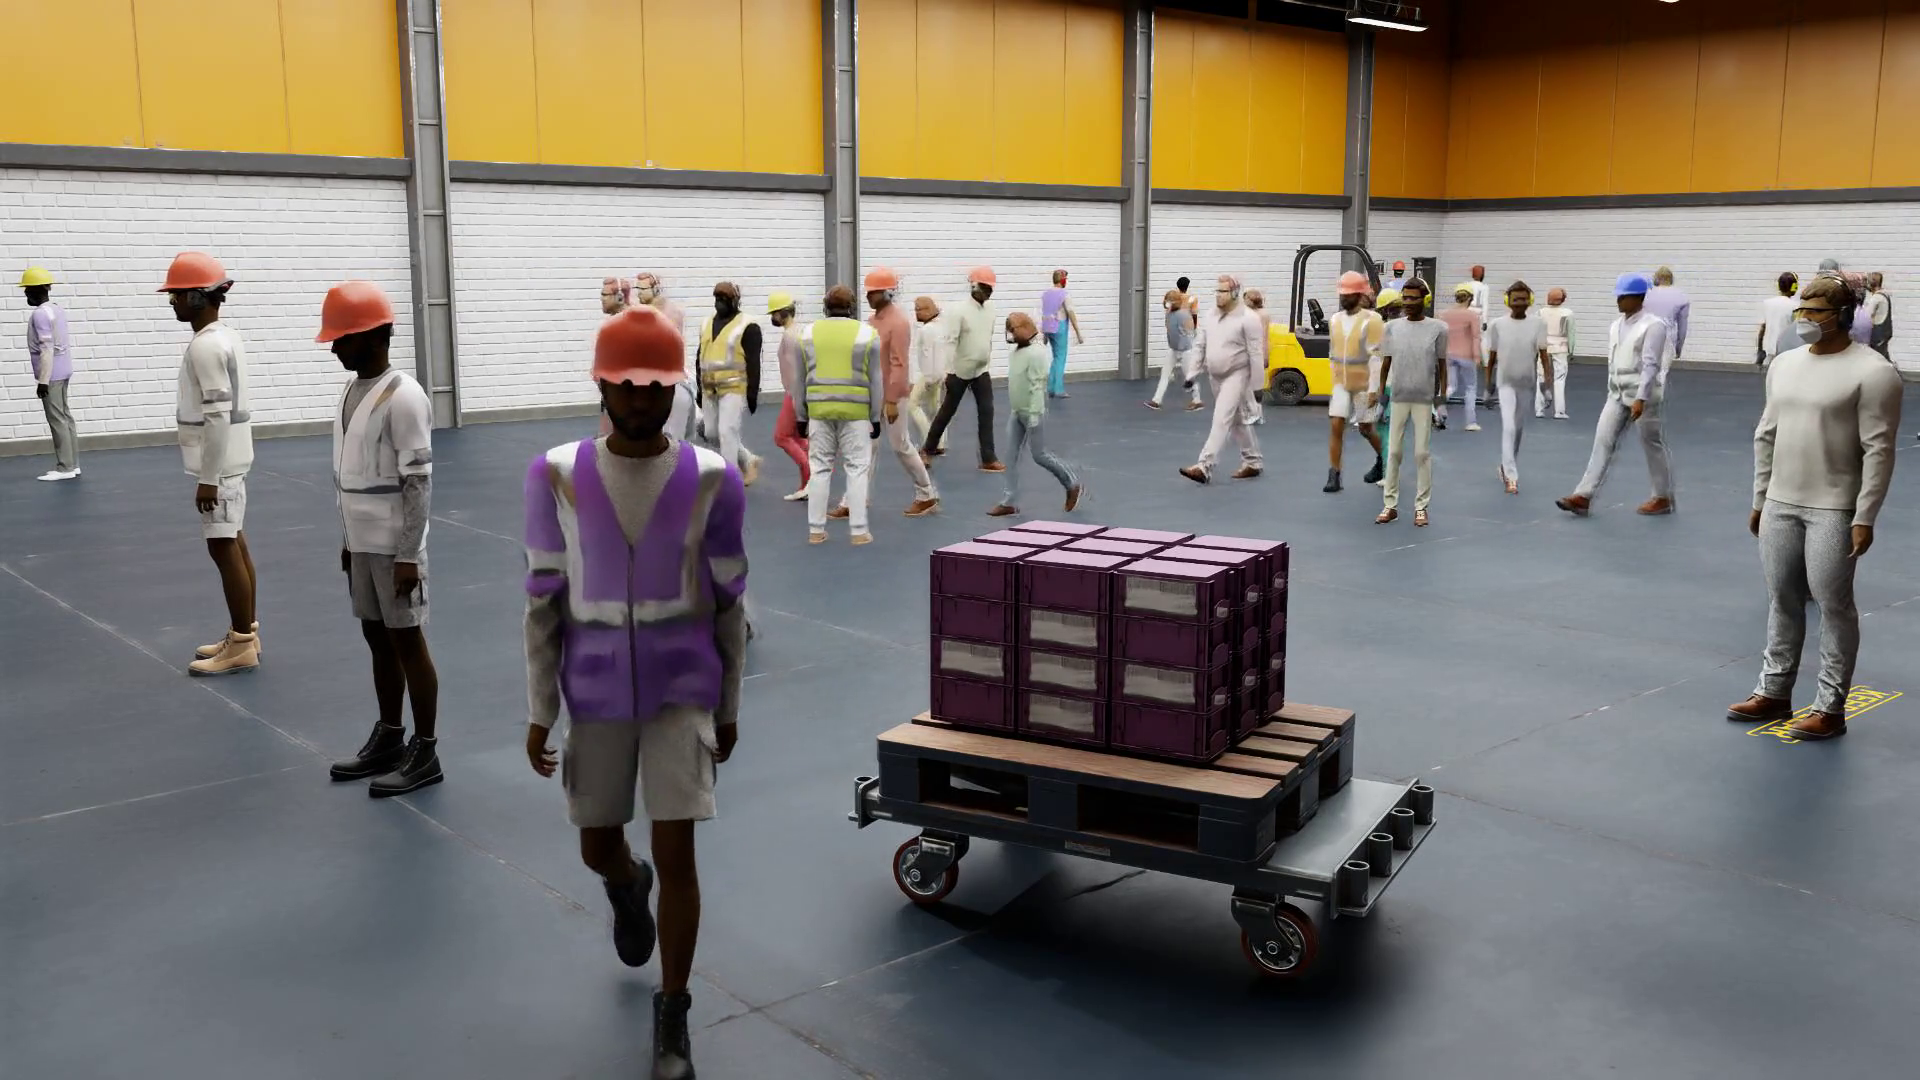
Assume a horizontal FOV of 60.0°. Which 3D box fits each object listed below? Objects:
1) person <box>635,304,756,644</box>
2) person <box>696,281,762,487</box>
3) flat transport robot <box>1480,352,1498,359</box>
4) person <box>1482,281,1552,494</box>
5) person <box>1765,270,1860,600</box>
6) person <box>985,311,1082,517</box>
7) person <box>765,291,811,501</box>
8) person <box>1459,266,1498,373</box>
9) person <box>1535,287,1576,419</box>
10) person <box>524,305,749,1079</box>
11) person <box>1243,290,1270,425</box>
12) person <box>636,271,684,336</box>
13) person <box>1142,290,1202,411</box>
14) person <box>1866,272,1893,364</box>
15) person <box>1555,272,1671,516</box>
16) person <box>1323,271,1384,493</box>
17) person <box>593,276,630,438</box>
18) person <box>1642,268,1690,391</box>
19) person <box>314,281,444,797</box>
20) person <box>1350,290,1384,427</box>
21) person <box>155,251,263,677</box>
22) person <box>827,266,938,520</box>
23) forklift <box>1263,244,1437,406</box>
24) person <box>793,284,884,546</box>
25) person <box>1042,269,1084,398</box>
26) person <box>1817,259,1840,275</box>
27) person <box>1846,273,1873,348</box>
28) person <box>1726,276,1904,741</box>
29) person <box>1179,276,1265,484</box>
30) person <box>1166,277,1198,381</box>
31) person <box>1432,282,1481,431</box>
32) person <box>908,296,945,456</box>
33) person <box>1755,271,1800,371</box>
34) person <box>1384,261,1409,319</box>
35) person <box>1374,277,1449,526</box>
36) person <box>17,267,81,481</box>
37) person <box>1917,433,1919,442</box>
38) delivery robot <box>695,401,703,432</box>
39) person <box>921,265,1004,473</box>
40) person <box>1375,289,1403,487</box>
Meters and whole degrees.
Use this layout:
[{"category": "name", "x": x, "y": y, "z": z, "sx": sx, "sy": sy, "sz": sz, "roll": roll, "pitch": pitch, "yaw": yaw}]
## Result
[{"category": "person", "x": -1.445, "y": -0.264, "z": 8.204, "sx": 0.901, "sy": 1.796, "sz": 0.588, "roll": -6, "pitch": 12, "yaw": -33}, {"category": "person", "x": -1.921, "y": -1.256, "z": 13.941, "sx": 0.636, "sy": 1.822, "sz": 0.702, "roll": 7, "pitch": 12, "yaw": 35}, {"category": "flat transport robot", "x": 9.869, "y": -3.593, "z": 32.150, "sx": 1.431, "sy": 0.197, "sz": 0.652, "roll": -5, "pitch": 11, "yaw": -26}, {"category": "person", "x": 4.858, "y": -1.346, "z": 14.515, "sx": 0.555, "sy": 1.825, "sz": 0.966, "roll": 1, "pitch": 10, "yaw": 8}, {"category": "person", "x": 5.064, "y": -0.612, "z": 9.831, "sx": 0.387, "sy": 1.936, "sz": 0.658, "roll": -2, "pitch": 10, "yaw": -10}, {"category": "person", "x": 0.578, "y": -0.985, "z": 12.965, "sx": 0.739, "sy": 1.606, "sz": 0.512, "roll": -5, "pitch": 11, "yaw": -27}, {"category": "person", "x": -1.393, "y": -1.169, "z": 13.685, "sx": 0.441, "sy": 1.726, "sz": 0.568, "roll": 0, "pitch": 10, "yaw": 2}, {"category": "person", "x": 9.021, "y": -3.824, "z": 28.897, "sx": 0.923, "sy": 1.841, "sz": 0.606, "roll": -7, "pitch": 12, "yaw": -36}, {"category": "person", "x": 7.391, "y": -2.322, "z": 20.714, "sx": 0.523, "sy": 1.636, "sz": 0.310, "roll": 8, "pitch": 12, "yaw": 39}, {"category": "person", "x": -0.808, "y": 0.358, "z": 4.233, "sx": 0.554, "sy": 1.914, "sz": 0.797, "roll": -1, "pitch": 10, "yaw": -5}, {"category": "person", "x": 3.448, "y": -2.151, "z": 19.753, "sx": 0.507, "sy": 1.621, "sz": 0.543, "roll": -4, "pitch": 10, "yaw": -21}, {"category": "person", "x": -2.781, "y": -1.489, "z": 15.095, "sx": 0.671, "sy": 1.888, "sz": 0.458, "roll": 8, "pitch": 12, "yaw": 39}, {"category": "person", "x": 2.773, "y": -2.449, "z": 21.583, "sx": 0.895, "sy": 1.578, "sz": 0.512, "roll": -5, "pitch": 11, "yaw": -26}, {"category": "person", "x": 12.492, "y": -2.767, "z": 22.850, "sx": 0.944, "sy": 1.788, "sz": 0.549, "roll": 8, "pitch": 13, "yaw": 39}, {"category": "person", "x": 5.165, "y": -1.111, "z": 12.874, "sx": 0.995, "sy": 1.895, "sz": 0.617, "roll": -3, "pitch": 10, "yaw": -20}, {"category": "person", "x": 3.457, "y": -1.374, "z": 14.398, "sx": 0.546, "sy": 1.909, "sz": 0.832, "roll": 9, "pitch": 13, "yaw": 44}, {"category": "person", "x": -2.624, "y": -1.145, "z": 13.155, "sx": 0.936, "sy": 1.876, "sz": 0.644, "roll": -4, "pitch": 10, "yaw": -20}, {"category": "person", "x": 8.609, "y": -2.407, "z": 20.516, "sx": 0.641, "sy": 1.869, "sz": 0.992, "roll": 5, "pitch": 11, "yaw": 26}, {"category": "person", "x": -2.198, "y": 0.001, "z": 6.265, "sx": 0.373, "sy": 1.929, "sz": 0.542, "roll": -9, "pitch": 14, "yaw": -44}, {"category": "person", "x": 4.765, "y": -2.150, "z": 19.733, "sx": 0.368, "sy": 1.619, "sz": 0.531, "roll": -9, "pitch": 13, "yaw": -42}, {"category": "person", "x": -3.629, "y": -0.363, "z": 8.059, "sx": 0.376, "sy": 2.042, "sz": 0.615, "roll": -3, "pitch": 10, "yaw": -16}, {"category": "person", "x": -0.567, "y": -1.121, "z": 12.781, "sx": 0.929, "sy": 1.954, "sz": 0.624, "roll": -6, "pitch": 11, "yaw": -31}, {"category": "forklift", "x": 5.256, "y": -2.933, "z": 22.661, "sx": 2.313, "sy": 2.155, "sz": 1.214, "roll": 3, "pitch": 10, "yaw": 16}, {"category": "person", "x": -0.849, "y": -0.869, "z": 11.678, "sx": 0.640, "sy": 1.832, "sz": 0.432, "roll": 2, "pitch": 10, "yaw": 9}, {"category": "person", "x": 1.422, "y": -2.926, "z": 23.670, "sx": 0.494, "sy": 1.835, "sz": 0.583, "roll": -6, "pitch": 11, "yaw": -32}, {"category": "person", "x": 11.432, "y": -2.745, "z": 22.008, "sx": 0.715, "sy": 2.000, "sz": 1.024, "roll": -1, "pitch": 10, "yaw": -8}, {"category": "person", "x": 7.949, "y": -1.476, "z": 15.087, "sx": 0.912, "sy": 1.874, "sz": 0.645, "roll": -3, "pitch": 10, "yaw": -17}, {"category": "person", "x": 3.603, "y": -0.134, "z": 7.024, "sx": 0.368, "sy": 1.939, "sz": 0.633, "roll": -4, "pitch": 11, "yaw": -23}, {"category": "person", "x": 2.368, "y": -1.433, "z": 14.901, "sx": 1.054, "sy": 1.847, "sz": 0.637, "roll": -6, "pitch": 11, "yaw": -30}, {"category": "person", "x": 3.581, "y": -3.393, "z": 26.830, "sx": 0.535, "sy": 1.693, "sz": 0.317, "roll": 4, "pitch": 11, "yaw": 24}, {"category": "person", "x": 5.722, "y": -2.104, "z": 19.178, "sx": 0.718, "sy": 1.732, "sz": 0.551, "roll": -7, "pitch": 12, "yaw": -36}, {"category": "person", "x": -0.325, "y": -1.642, "z": 16.794, "sx": 0.401, "sy": 1.619, "sz": 0.513, "roll": 3, "pitch": 10, "yaw": 17}, {"category": "person", "x": 9.293, "y": -2.078, "z": 18.663, "sx": 0.631, "sy": 1.851, "sz": 0.527, "roll": -5, "pitch": 11, "yaw": -26}, {"category": "person", "x": 8.072, "y": -4.186, "z": 30.751, "sx": 0.553, "sy": 1.935, "sz": 0.362, "roll": -1, "pitch": 10, "yaw": -5}, {"category": "person", "x": 3.395, "y": -1.033, "z": 12.501, "sx": 0.537, "sy": 1.865, "sz": 0.312, "roll": 5, "pitch": 11, "yaw": 26}, {"category": "person", "x": -8.240, "y": -1.496, "z": 15.030, "sx": 0.384, "sy": 1.924, "sz": 0.593, "roll": -2, "pitch": 10, "yaw": -14}, {"category": "person", "x": 10.348, "y": -1.901, "z": 17.338, "sx": 1.037, "sy": 1.938, "sz": 0.651, "roll": -5, "pitch": 11, "yaw": -26}, {"category": "delivery robot", "x": -3.044, "y": -1.380, "z": 18.087, "sx": 0.477, "sy": 0.478, "sz": 0.707, "roll": 9, "pitch": 14, "yaw": 44}, {"category": "person", "x": 0.015, "y": -1.608, "z": 15.658, "sx": 0.645, "sy": 1.957, "sz": 0.899, "roll": -9, "pitch": 13, "yaw": -43}, {"category": "person", "x": 3.750, "y": -1.337, "z": 14.678, "sx": 0.519, "sy": 1.734, "sz": 0.648, "roll": -2, "pitch": 10, "yaw": -13}]
